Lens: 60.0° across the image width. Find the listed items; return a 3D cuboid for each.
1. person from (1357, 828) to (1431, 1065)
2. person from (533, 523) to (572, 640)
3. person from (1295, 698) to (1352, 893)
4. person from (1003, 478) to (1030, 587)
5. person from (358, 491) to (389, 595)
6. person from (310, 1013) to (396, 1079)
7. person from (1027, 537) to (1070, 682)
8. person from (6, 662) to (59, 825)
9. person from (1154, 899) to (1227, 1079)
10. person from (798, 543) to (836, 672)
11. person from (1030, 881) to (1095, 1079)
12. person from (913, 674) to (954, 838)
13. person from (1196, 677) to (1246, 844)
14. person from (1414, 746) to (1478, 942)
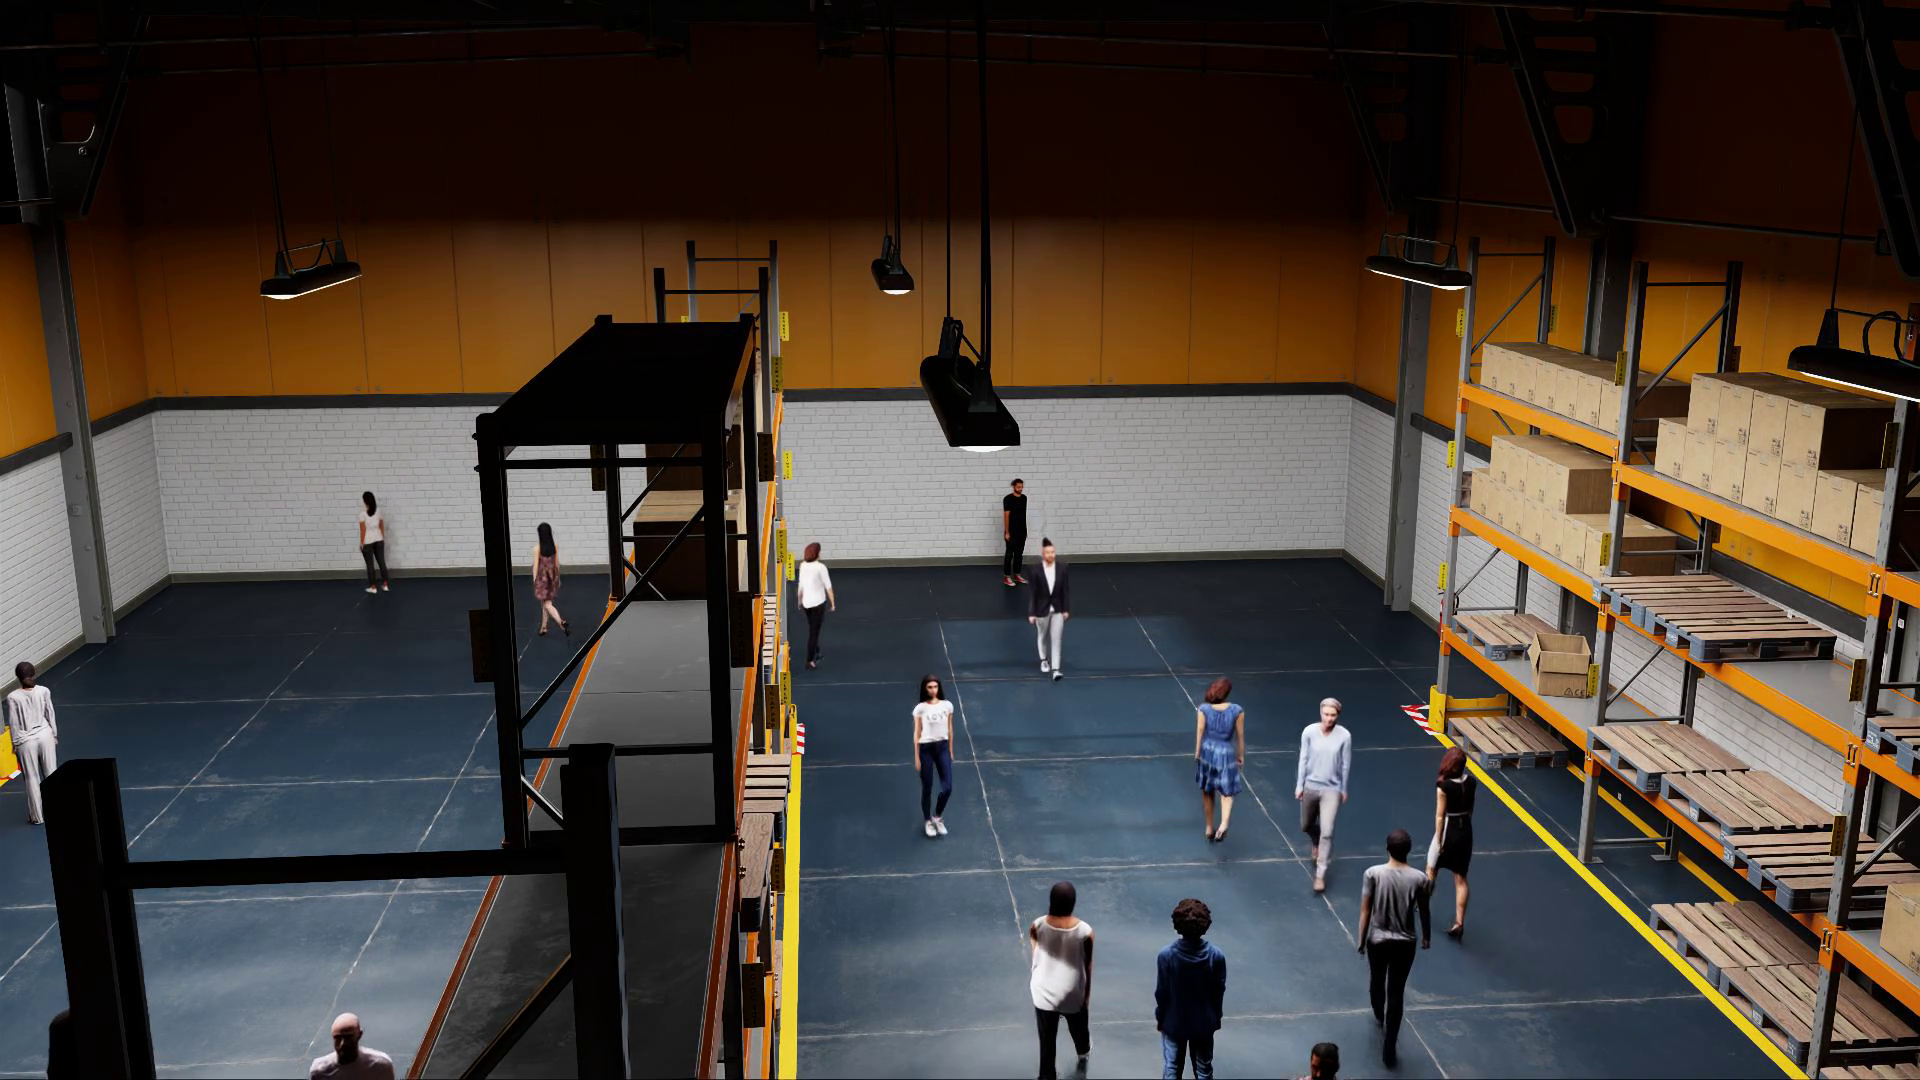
[{"bbox_3d":[3.391,3.214,13.071,0.974,1.829,1.228,4,14,15],"label":"person"},{"bbox_3d":[-5.883,0.640,23.869,1.147,1.750,1.056,12,18,42],"label":"person"},{"bbox_3d":[3.535,2.423,16.259,0.986,1.867,1.259,5,14,19],"label":"person"},{"bbox_3d":[0.900,-0.149,27.117,0.716,1.755,0.745,-12,18,-40],"label":"person"},{"bbox_3d":[-9.403,0.029,26.623,0.704,1.643,0.645,11,18,39],"label":"person"},{"bbox_3d":[-3.810,3.813,10.638,0.763,1.810,1.216,-3,14,-11],"label":"person"},{"bbox_3d":[1.179,0.908,22.434,0.743,1.905,1.159,-1,14,-4],"label":"person"},{"bbox_3d":[-9.816,2.137,17.640,0.682,1.774,0.717,-12,18,-41],"label":"person"},{"bbox_3d":[1.662,3.461,12.092,0.692,1.810,0.584,0,14,0],"label":"person"},{"bbox_3d":[-2.043,0.934,22.602,0.858,1.776,0.935,8,16,29],"label":"person"},{"bbox_3d":[0.738,3.419,12.595,0.875,1.655,1.126,3,14,14],"label":"person"},{"bbox_3d":[-0.311,2.220,17.315,0.667,1.764,0.656,-5,14,-19],"label":"person"},{"bbox_3d":[2.627,2.302,16.930,0.797,1.786,0.914,3,14,11],"label":"person"},{"bbox_3d":[4.516,2.768,15.027,0.682,1.776,0.925,-3,14,-13],"label":"person"}]
